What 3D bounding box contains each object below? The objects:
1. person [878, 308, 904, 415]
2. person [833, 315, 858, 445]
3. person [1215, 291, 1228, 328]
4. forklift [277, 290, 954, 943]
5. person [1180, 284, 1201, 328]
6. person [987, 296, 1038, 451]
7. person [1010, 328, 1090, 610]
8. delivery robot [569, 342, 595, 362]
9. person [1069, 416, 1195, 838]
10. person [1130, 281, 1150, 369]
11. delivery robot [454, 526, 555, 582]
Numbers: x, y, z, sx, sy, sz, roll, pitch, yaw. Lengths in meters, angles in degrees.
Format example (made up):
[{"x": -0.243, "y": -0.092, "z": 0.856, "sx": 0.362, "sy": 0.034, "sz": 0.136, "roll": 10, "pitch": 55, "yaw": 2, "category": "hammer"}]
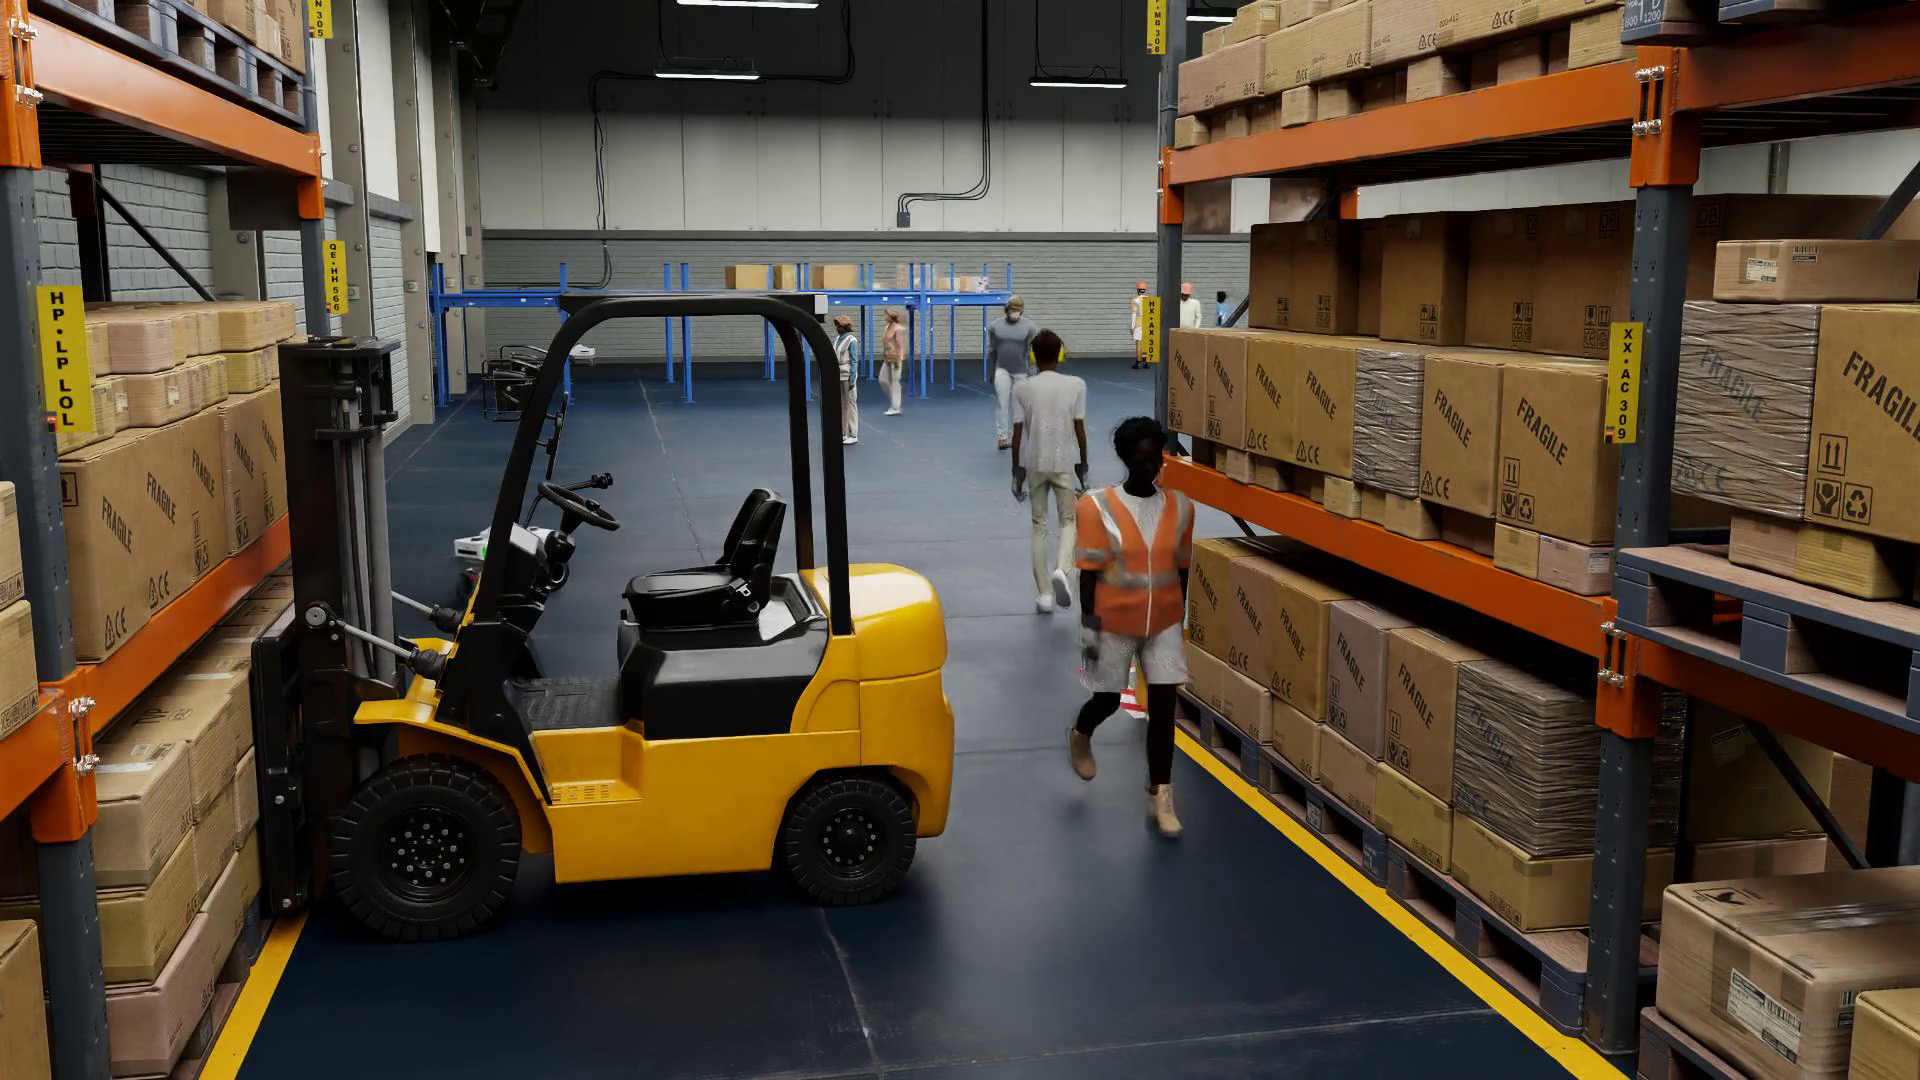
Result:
[{"x": -1.043, "y": -2.722, "z": 25.368, "sx": 0.370, "sy": 1.626, "sz": 0.536, "roll": -4, "pitch": 10, "yaw": -25, "category": "person"}, {"x": -1.470, "y": -2.046, "z": 21.244, "sx": 0.308, "sy": 1.639, "sz": 0.511, "roll": -6, "pitch": 11, "yaw": -34, "category": "person"}, {"x": 6.185, "y": -5.054, "z": 39.416, "sx": 0.443, "sy": 1.687, "sz": 0.578, "roll": 3, "pitch": 10, "yaw": 16, "category": "person"}, {"x": -1.179, "y": 0.175, "z": 6.143, "sx": 2.313, "sy": 2.155, "sz": 1.214, "roll": -2, "pitch": 10, "yaw": -12, "category": "forklift"}, {"x": 4.485, "y": -4.146, "z": 33.218, "sx": 0.631, "sy": 1.909, "sz": 1.001, "roll": 1, "pitch": 9, "yaw": 7, "category": "person"}, {"x": 0.637, "y": -2.045, "z": 20.466, "sx": 0.653, "sy": 1.879, "sz": 0.998, "roll": 1, "pitch": 9, "yaw": 8, "category": "person"}, {"x": 0.584, "y": -0.444, "z": 10.800, "sx": 0.523, "sy": 1.856, "sz": 0.521, "roll": 1, "pitch": 9, "yaw": 4, "category": "person"}, {"x": -8.711, "y": -4.290, "z": 38.060, "sx": 0.707, "sy": 0.478, "sz": 0.477, "roll": -2, "pitch": 10, "yaw": -12, "category": "delivery robot"}, {"x": 0.682, "y": 0.313, "z": 6.791, "sx": 0.529, "sy": 1.671, "sz": 0.721, "roll": -2, "pitch": 10, "yaw": -14, "category": "person"}, {"x": 4.029, "y": -4.777, "z": 36.977, "sx": 0.544, "sy": 1.939, "sz": 0.372, "roll": -4, "pitch": 10, "yaw": -23, "category": "person"}, {"x": -3.147, "y": 0.063, "z": 11.522, "sx": 0.477, "sy": 0.478, "sz": 0.707, "roll": 6, "pitch": 11, "yaw": 31, "category": "delivery robot"}]
